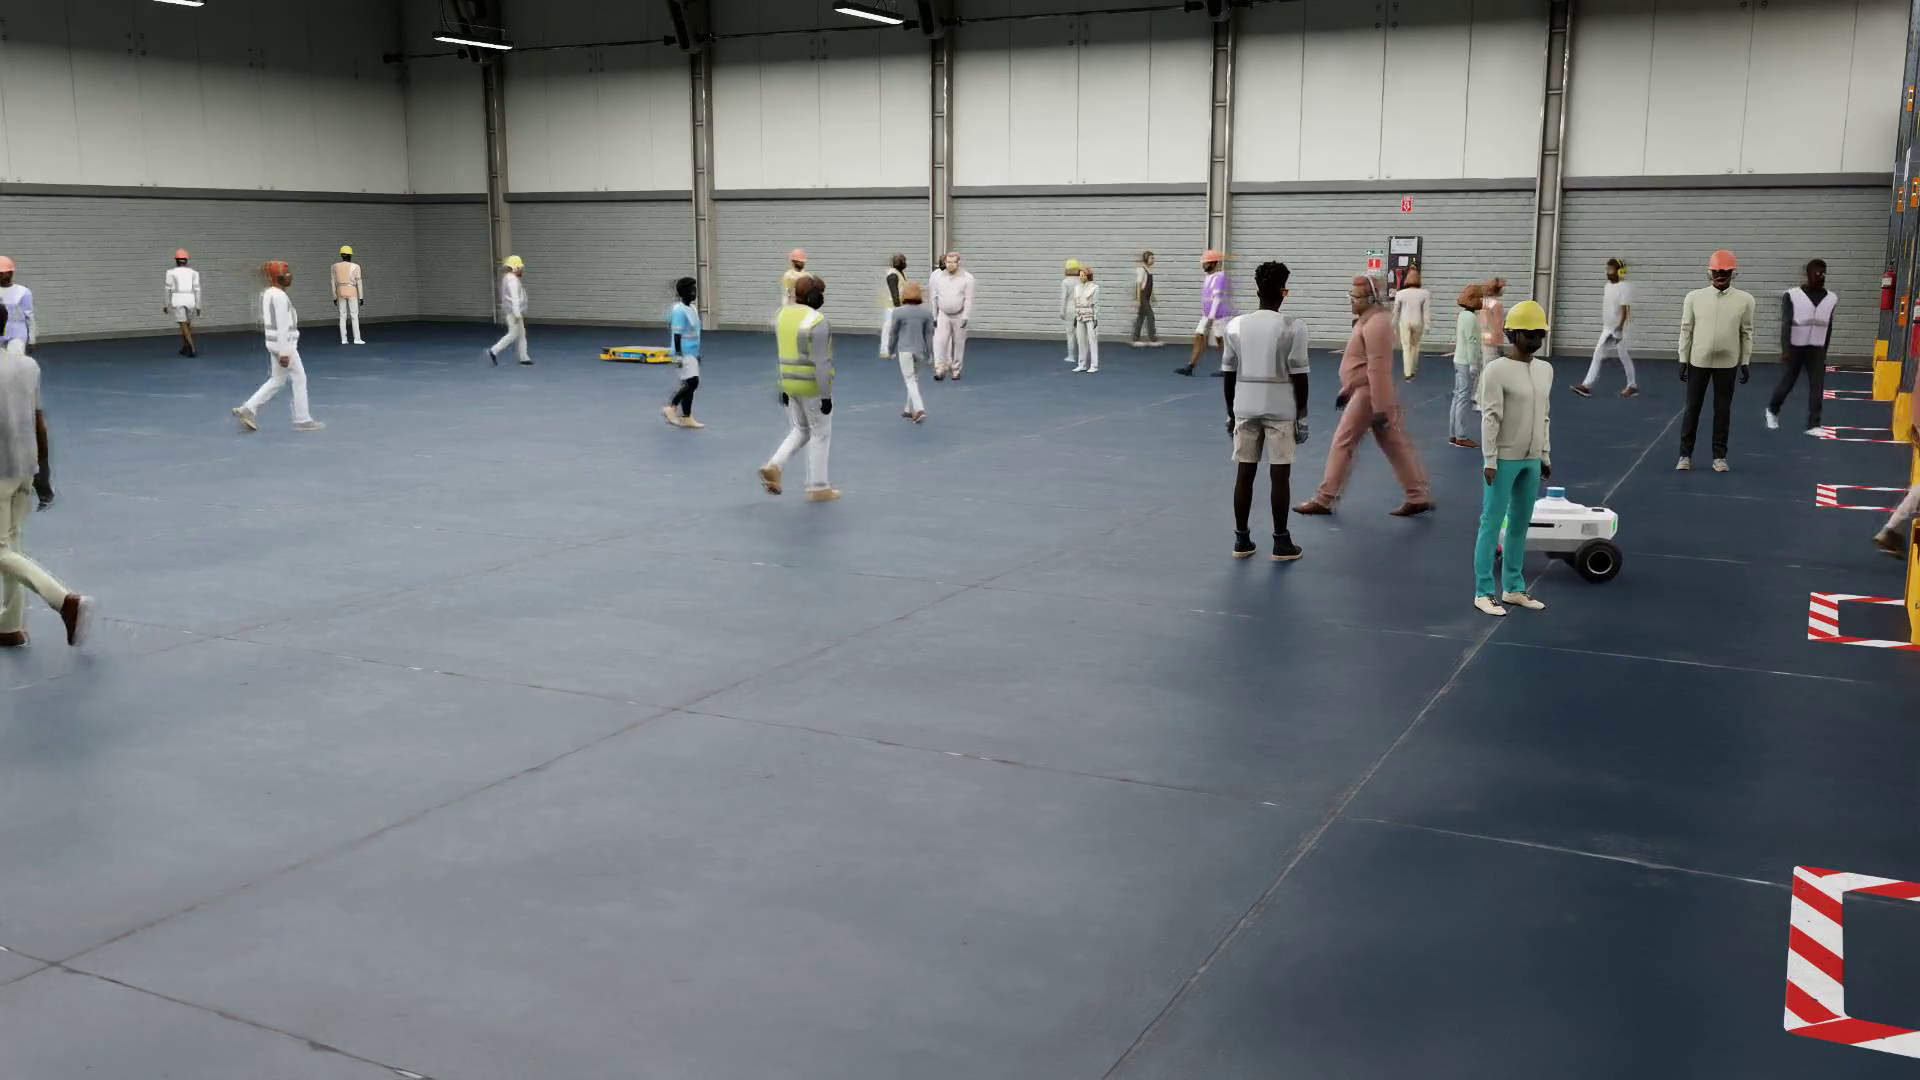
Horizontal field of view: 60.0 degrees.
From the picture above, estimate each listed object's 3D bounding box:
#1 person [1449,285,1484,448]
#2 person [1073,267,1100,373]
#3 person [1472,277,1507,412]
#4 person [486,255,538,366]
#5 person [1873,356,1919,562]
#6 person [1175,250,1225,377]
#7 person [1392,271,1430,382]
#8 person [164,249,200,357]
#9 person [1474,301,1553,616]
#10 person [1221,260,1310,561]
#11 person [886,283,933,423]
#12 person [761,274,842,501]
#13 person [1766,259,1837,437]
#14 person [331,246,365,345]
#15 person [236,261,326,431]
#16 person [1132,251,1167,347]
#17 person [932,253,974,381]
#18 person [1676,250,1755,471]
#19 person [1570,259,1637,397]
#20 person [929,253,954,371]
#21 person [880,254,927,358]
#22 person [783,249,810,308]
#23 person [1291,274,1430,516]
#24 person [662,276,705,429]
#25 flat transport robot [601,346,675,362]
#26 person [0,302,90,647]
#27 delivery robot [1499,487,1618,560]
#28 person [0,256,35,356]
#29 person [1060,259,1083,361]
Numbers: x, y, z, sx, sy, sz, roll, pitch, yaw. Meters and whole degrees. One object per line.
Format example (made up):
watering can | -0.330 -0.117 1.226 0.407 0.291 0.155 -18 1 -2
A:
person | 5.137 -1.756 16.817 0.278 1.634 0.497 1 10 4
person | 1.967 -3.425 25.925 0.311 1.635 0.512 -10 14 -44
person | 6.409 -2.343 20.042 0.383 1.628 0.514 1 10 3
person | -7.318 -3.712 27.010 0.759 1.813 0.603 -4 11 -20
person | 6.205 -0.762 10.457 0.522 1.970 0.660 0 10 -1
person | 3.672 -3.373 24.927 0.923 1.899 0.549 -4 11 -22
person | 6.616 -3.147 24.473 0.523 1.592 0.801 1 10 6
person | -13.605 -4.151 29.182 0.555 1.904 0.963 -10 15 -44
person | 3.144 -0.460 9.391 0.525 1.769 0.308 -6 12 -30
person | 2.016 -0.843 10.931 0.602 1.966 0.368 7 12 32
person | -0.543 -2.147 19.058 0.498 1.595 0.819 -5 12 -28
person | -1.251 -1.198 13.254 0.584 1.821 0.640 -9 14 -40
person | 9.099 -2.088 17.956 0.592 1.887 0.896 0 10 1
person | -11.967 -4.782 32.527 0.594 1.922 0.377 0 10 0
person | -7.414 -2.088 18.025 0.839 1.857 0.583 -8 13 -37
person | 3.652 -4.573 31.673 0.838 1.814 0.547 4 11 22
person | -0.129 -3.250 24.323 0.642 1.864 0.917 2 11 8
person | 6.827 -1.614 15.058 0.610 1.996 0.384 4 11 19
person | 8.555 -2.762 21.826 1.028 1.812 0.536 -3 11 -18
person | -0.221 -3.613 26.378 0.429 1.844 0.627 6 12 31
person | -0.981 -4.042 28.830 0.926 1.795 0.654 3 11 14
person | -2.665 -3.786 27.189 0.805 1.903 0.551 7 13 35
person | 3.090 -1.074 12.545 1.023 1.847 0.646 4 11 20
person | -3.001 -2.041 18.242 0.383 1.687 0.540 1 10 6
flat transport robot | -5.349 -3.149 28.135 1.431 0.197 0.652 7 13 35
person | -4.798 -0.326 8.466 0.723 1.849 0.501 3 11 15
delivery robot | 3.717 -0.089 10.415 0.707 0.478 0.477 2 11 8
person | -11.392 -2.459 19.971 0.541 1.897 1.019 -2 11 -8
person | 1.908 -3.881 28.123 0.511 1.728 0.370 -6 12 -29
